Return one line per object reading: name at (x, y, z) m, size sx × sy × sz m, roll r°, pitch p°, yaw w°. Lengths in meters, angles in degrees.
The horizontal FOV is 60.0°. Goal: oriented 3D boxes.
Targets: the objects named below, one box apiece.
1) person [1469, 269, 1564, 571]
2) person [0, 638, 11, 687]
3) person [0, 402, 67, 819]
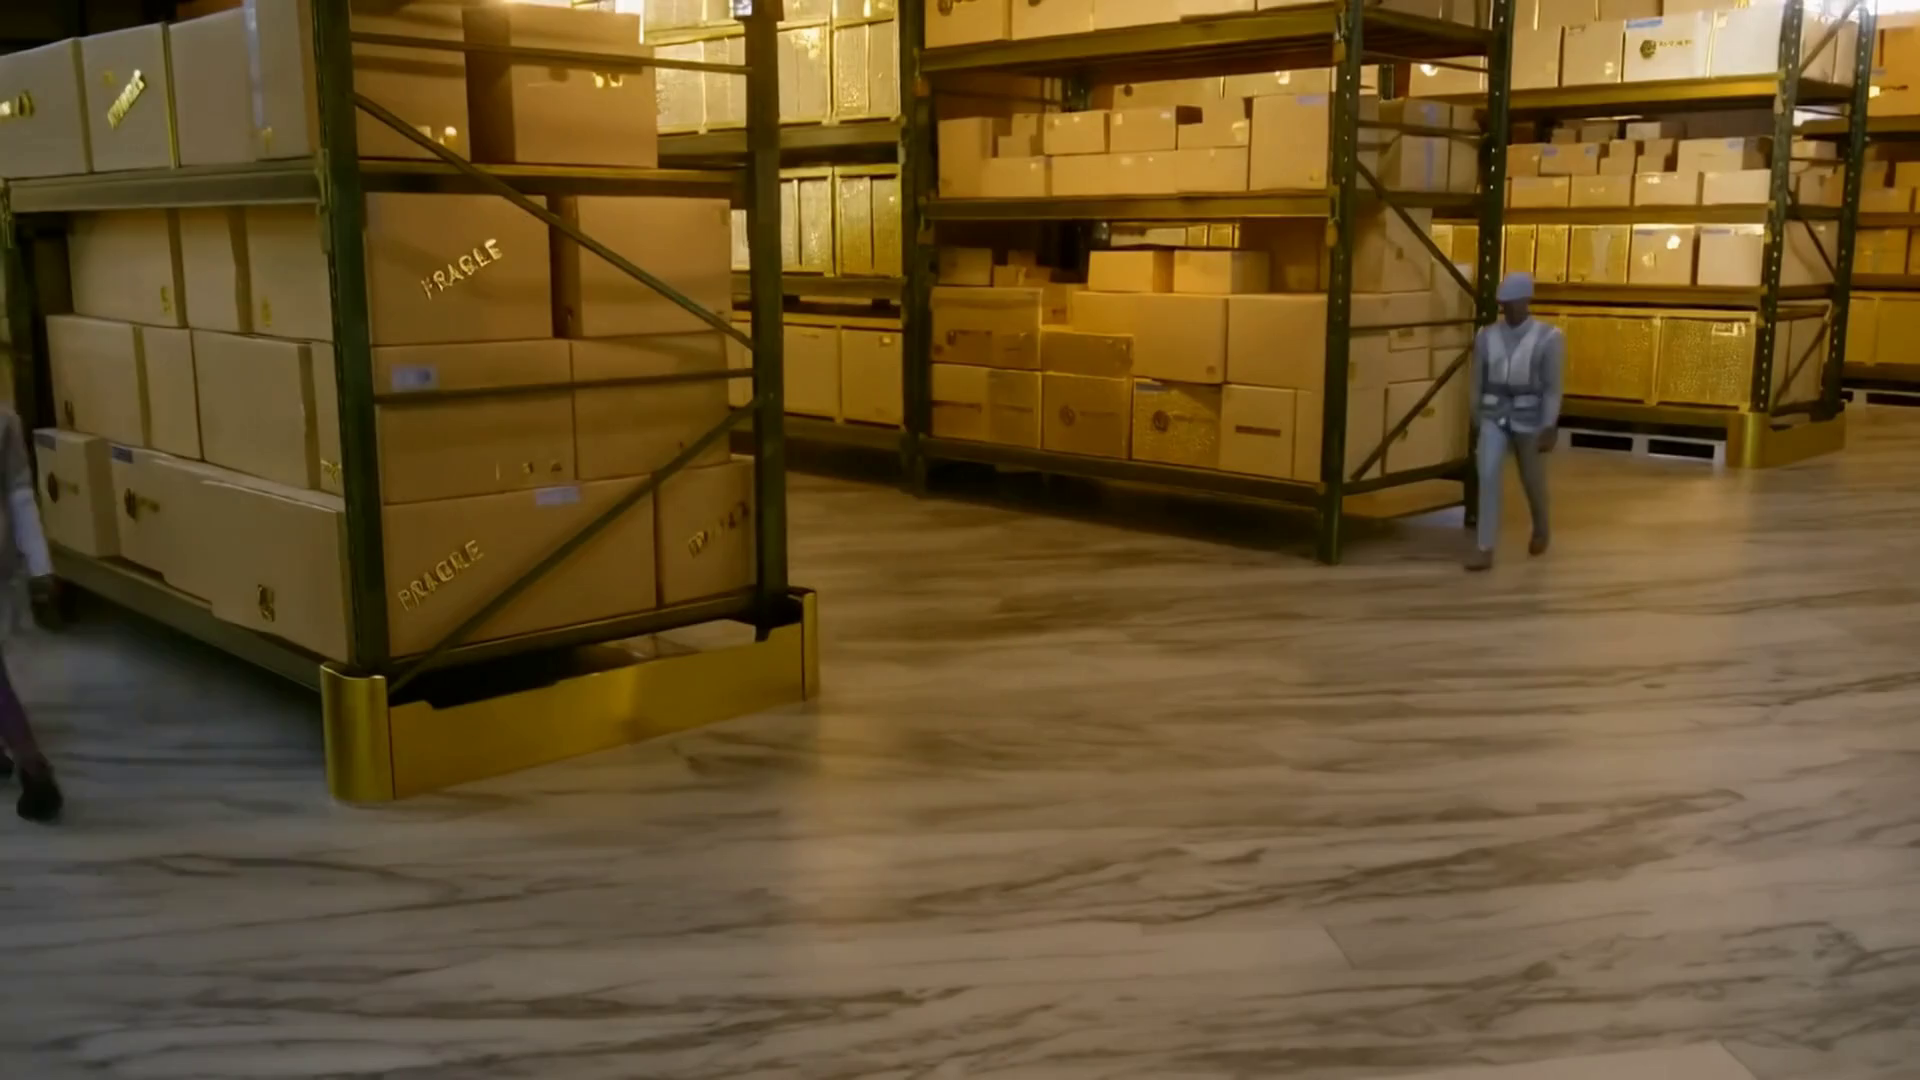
person at (3.601, -0.787, 10.759) m, size 0.601 × 1.923 × 0.876 m, roll 7°, pitch 13°, yaw 34°
person at (-4.440, -0.059, 7.218) m, size 0.532 × 1.767 × 0.328 m, roll -9°, pitch 14°, yaw -42°
person at (-3.666, 0.090, 6.141) m, size 0.998 × 1.876 × 0.565 m, roll 5°, pitch 12°, yaw 27°
